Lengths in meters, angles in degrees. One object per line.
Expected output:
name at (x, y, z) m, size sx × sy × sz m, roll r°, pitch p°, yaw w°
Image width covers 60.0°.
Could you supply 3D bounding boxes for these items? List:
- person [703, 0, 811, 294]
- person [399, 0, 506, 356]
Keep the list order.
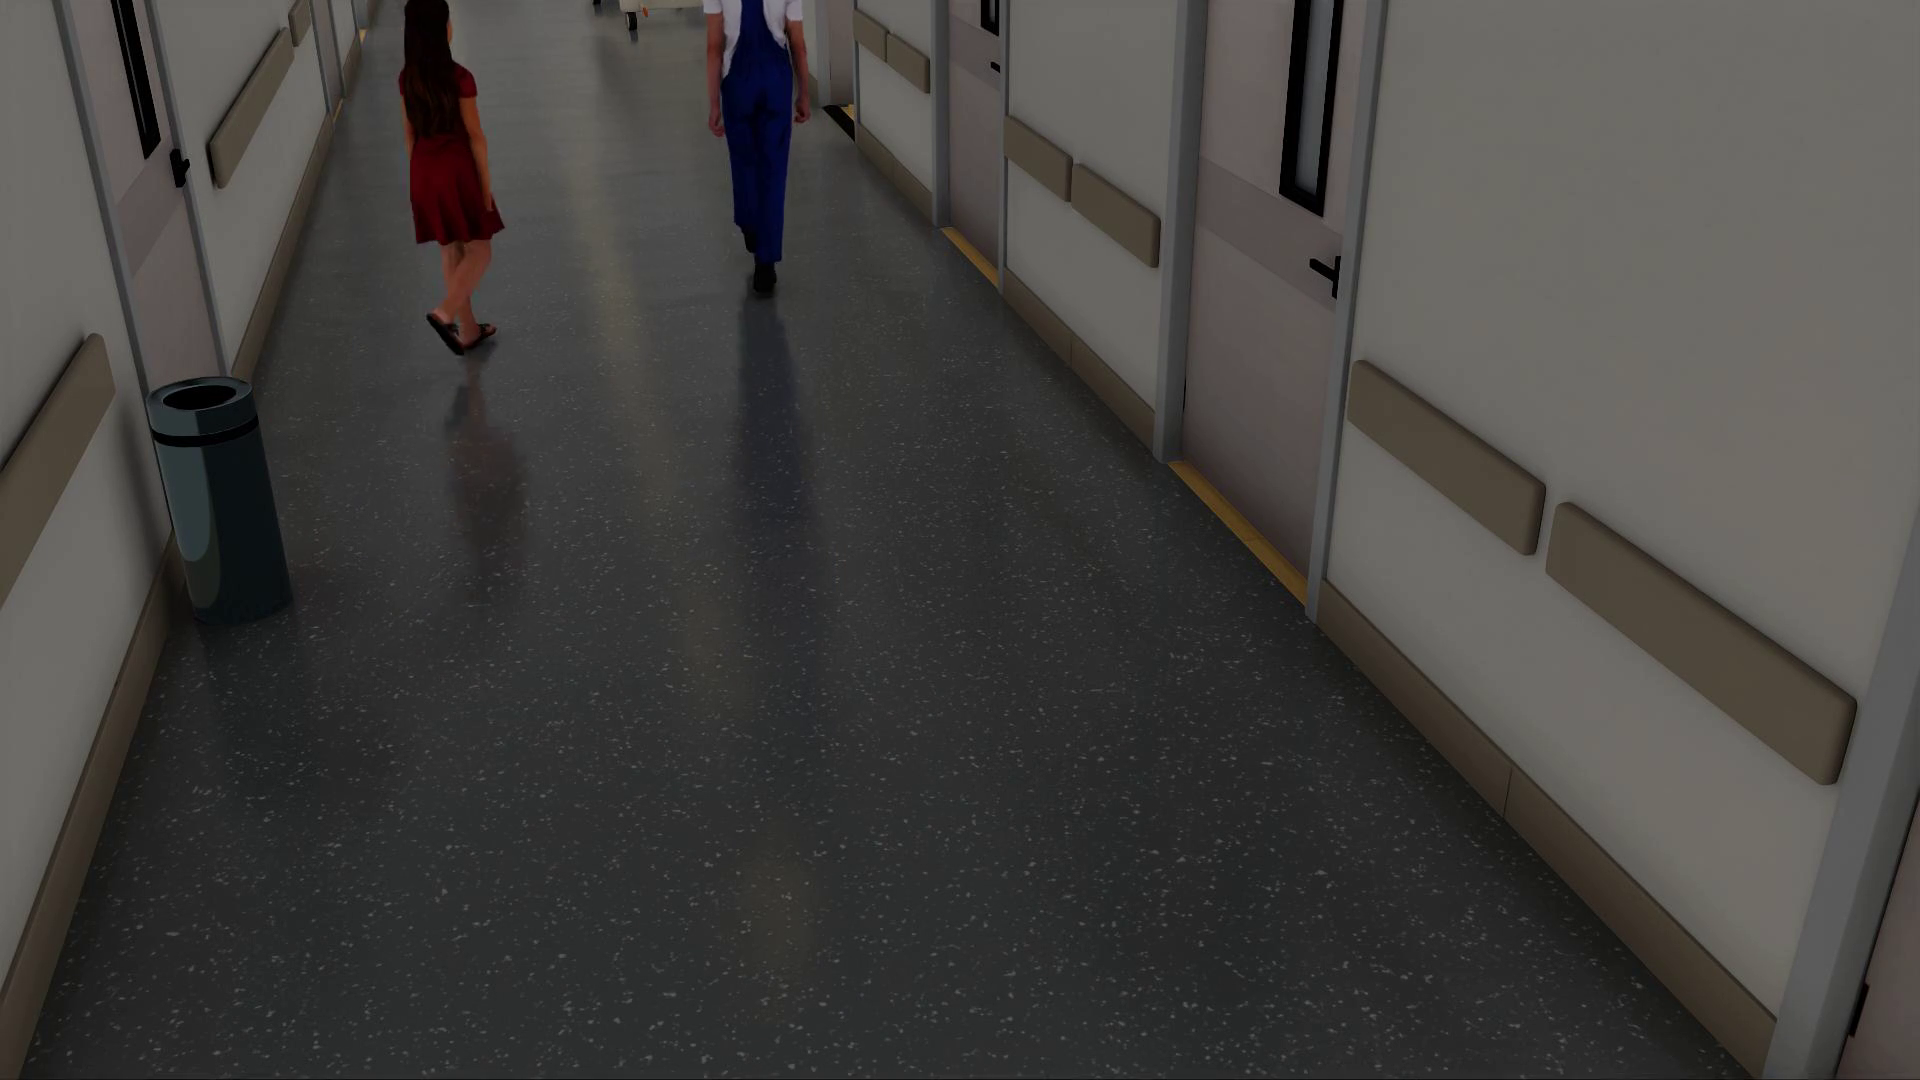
person at (-0.975, -2.097, 8.005) m, size 1.158 × 1.809 × 0.855 m, roll -2°, pitch 26°, yaw -5°
person at (-2.217, -1.522, 7.112) m, size 0.855 × 1.541 × 0.829 m, roll 7°, pitch 26°, yaw 13°
